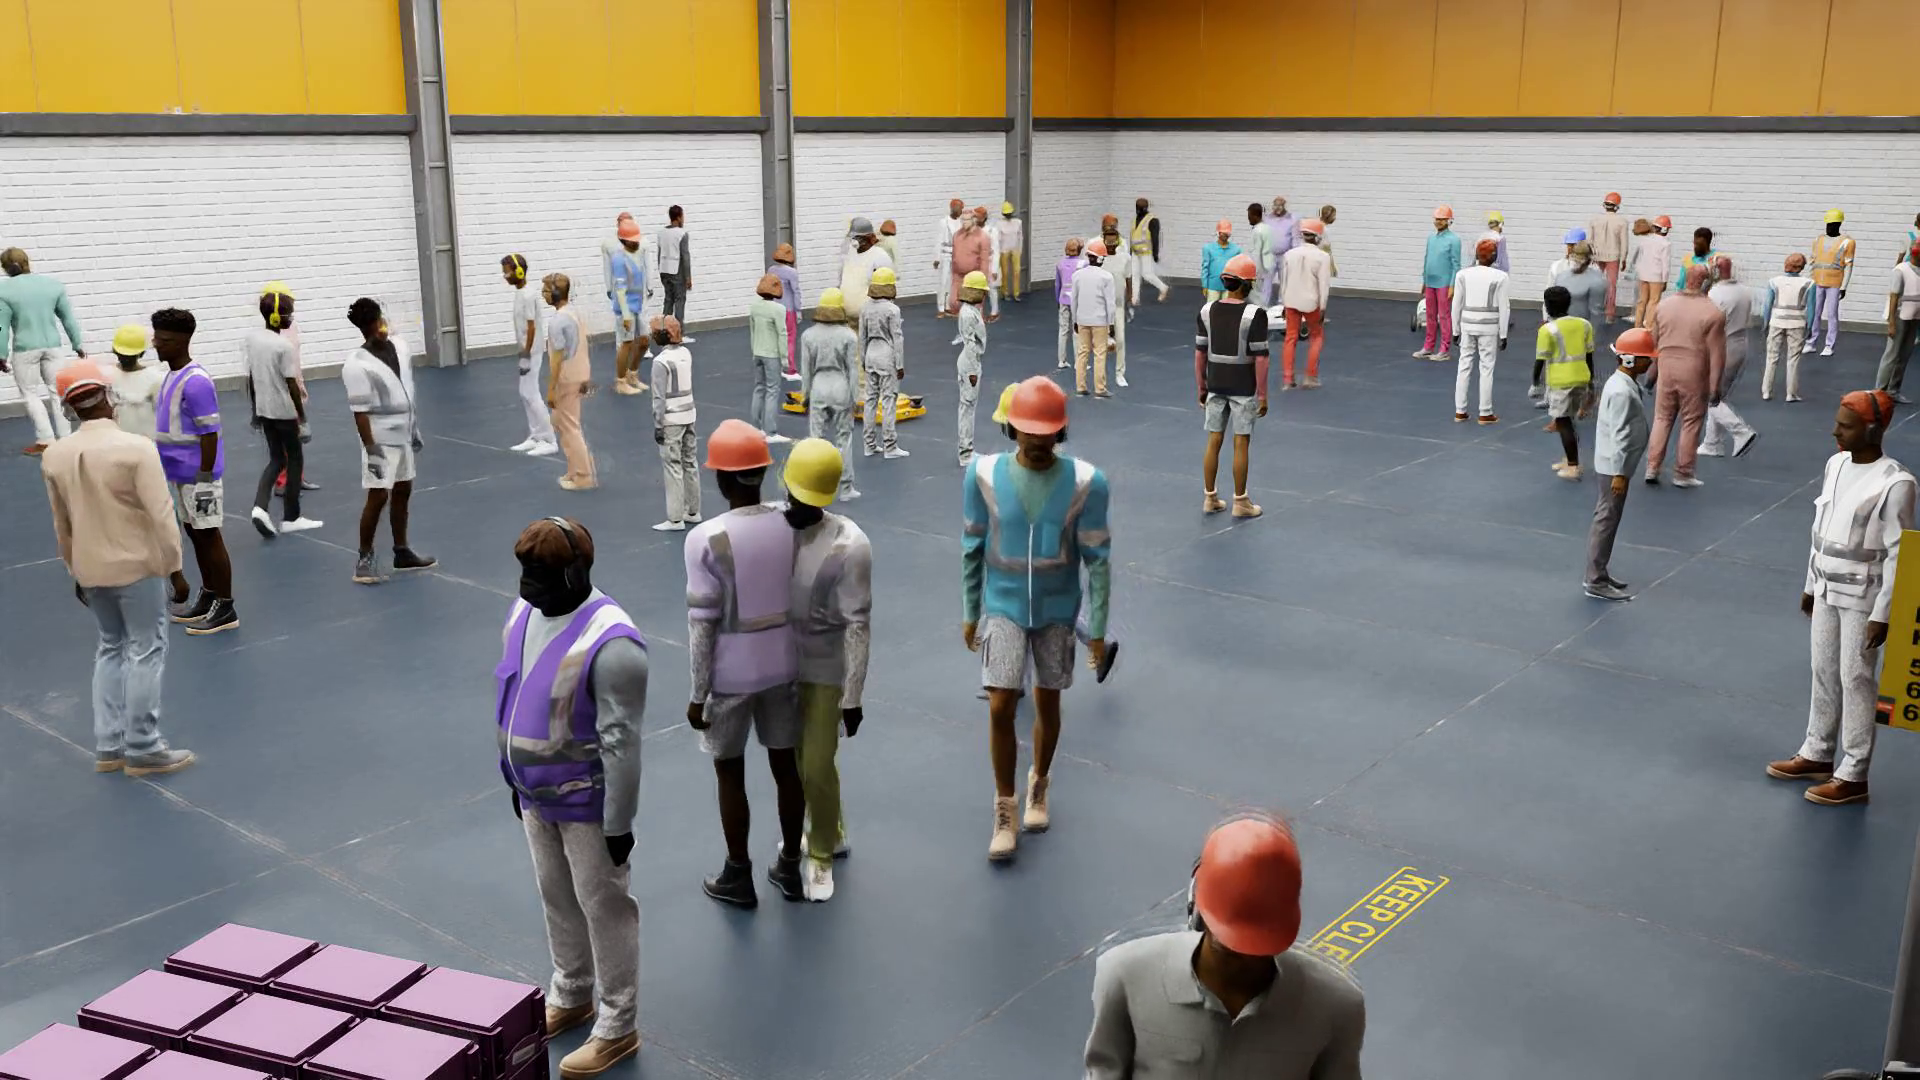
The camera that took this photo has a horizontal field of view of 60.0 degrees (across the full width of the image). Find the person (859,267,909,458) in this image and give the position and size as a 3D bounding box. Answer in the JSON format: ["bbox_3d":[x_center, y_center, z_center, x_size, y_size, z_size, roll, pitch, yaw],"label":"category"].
[{"bbox_3d":[-0.700,-1.627,15.278,0.494,1.743,0.305,11,18,38],"label":"person"}]

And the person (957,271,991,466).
[{"bbox_3d":[0.122,-1.536,14.920,0.302,1.741,0.485,0,14,1],"label":"person"}]

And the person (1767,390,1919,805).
[{"bbox_3d":[3.990,0.256,7.468,0.337,1.882,0.585,-1,14,-4],"label":"person"}]

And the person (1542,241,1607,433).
[{"bbox_3d":[6.162,-2.016,16.510,0.646,1.909,0.634,-7,16,-25],"label":"person"}]

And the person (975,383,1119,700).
[{"bbox_3d":[0.464,0.024,8.716,0.693,1.732,0.523,1,14,2],"label":"person"}]

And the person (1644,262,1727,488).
[{"bbox_3d":[6.100,-1.380,13.983,0.402,1.910,0.669,-12,18,-39],"label":"person"}]

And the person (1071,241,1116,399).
[{"bbox_3d":[1.508,-2.463,18.601,0.576,1.747,0.337,11,18,38],"label":"person"}]

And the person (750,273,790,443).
[{"bbox_3d":[-1.843,-1.753,16.040,0.306,1.624,0.509,-12,19,-40],"label":"person"}]

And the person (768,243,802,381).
[{"bbox_3d":[-2.087,-2.723,19.880,0.509,1.631,0.268,11,18,38],"label":"person"}]

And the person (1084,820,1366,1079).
[{"bbox_3d":[0.515,1.360,3.357,0.578,1.729,0.376,2,14,8],"label":"person"}]

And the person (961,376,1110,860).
[{"bbox_3d":[0.301,0.329,6.893,0.624,2.011,0.808,1,14,5],"label":"person"}]

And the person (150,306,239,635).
[{"bbox_3d":[-4.617,-0.418,9.991,0.361,1.965,0.614,-11,18,-37],"label":"person"}]

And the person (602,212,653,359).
[{"bbox_3d":[-4.305,-3.305,21.654,0.643,1.909,0.410,-1,14,-3],"label":"person"}]

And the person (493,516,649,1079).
[{"bbox_3d":[-1.243,0.817,5.341,0.628,1.838,0.429,14,19,43],"label":"person"}]

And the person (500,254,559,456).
[{"bbox_3d":[-3.992,-1.720,15.425,0.442,1.854,0.581,-6,15,-22],"label":"person"}]

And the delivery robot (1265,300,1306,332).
[{"bbox_3d":[4.563,-3.157,23.613,0.707,0.478,0.477,-5,15,-19],"label":"delivery robot"}]

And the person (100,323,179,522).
[{"bbox_3d":[-5.614,-0.654,11.455,0.556,1.719,0.696,1,14,6],"label":"person"}]

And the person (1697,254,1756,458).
[{"bbox_3d":[6.980,-1.642,15.100,0.651,1.875,0.624,-10,17,-34],"label":"person"}]

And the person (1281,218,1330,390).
[{"bbox_3d":[3.975,-2.717,19.218,0.617,1.951,0.664,10,17,35],"label":"person"}]

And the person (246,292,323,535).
[{"bbox_3d":[-5.065,-0.915,12.275,0.592,1.829,0.607,7,16,27],"label":"person"}]

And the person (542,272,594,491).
[{"bbox_3d":[-3.293,-1.298,13.792,0.520,1.826,0.557,2,14,9],"label":"person"}]

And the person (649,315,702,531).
[{"bbox_3d":[-2.149,-0.877,12.513,0.315,1.633,0.519,5,15,18],"label":"person"}]

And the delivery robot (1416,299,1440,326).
[{"bbox_3d":[6.975,-3.425,24.685,0.477,0.478,0.707,4,15,17],"label":"delivery robot"}]

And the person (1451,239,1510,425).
[{"bbox_3d":[5.306,-2.122,16.971,0.587,1.882,0.342,11,18,38],"label":"person"}]

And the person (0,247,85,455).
[{"bbox_3d":[-8.534,-1.749,15.432,0.399,1.921,0.766,10,17,35],"label":"person"}]

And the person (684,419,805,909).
[{"bbox_3d":[-0.806,0.490,6.433,0.563,1.935,0.369,-9,17,-32],"label":"person"}]

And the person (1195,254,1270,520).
[{"bbox_3d":[2.123,-1.182,12.891,0.616,2.041,0.379,11,18,38],"label":"person"}]

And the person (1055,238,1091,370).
[{"bbox_3d":[1.411,-2.937,20.730,0.525,1.637,0.307,11,18,38],"label":"person"}]

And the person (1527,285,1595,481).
[{"bbox_3d":[5.194,-1.344,14.298,0.556,1.655,0.516,-7,16,-25],"label":"person"}]

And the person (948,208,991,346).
[{"bbox_3d":[0.101,-3.591,22.820,0.655,1.891,0.476,10,17,34],"label":"person"}]

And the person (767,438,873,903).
[{"bbox_3d":[-0.575,0.489,6.569,0.675,1.878,0.548,11,18,38],"label":"person"}]
